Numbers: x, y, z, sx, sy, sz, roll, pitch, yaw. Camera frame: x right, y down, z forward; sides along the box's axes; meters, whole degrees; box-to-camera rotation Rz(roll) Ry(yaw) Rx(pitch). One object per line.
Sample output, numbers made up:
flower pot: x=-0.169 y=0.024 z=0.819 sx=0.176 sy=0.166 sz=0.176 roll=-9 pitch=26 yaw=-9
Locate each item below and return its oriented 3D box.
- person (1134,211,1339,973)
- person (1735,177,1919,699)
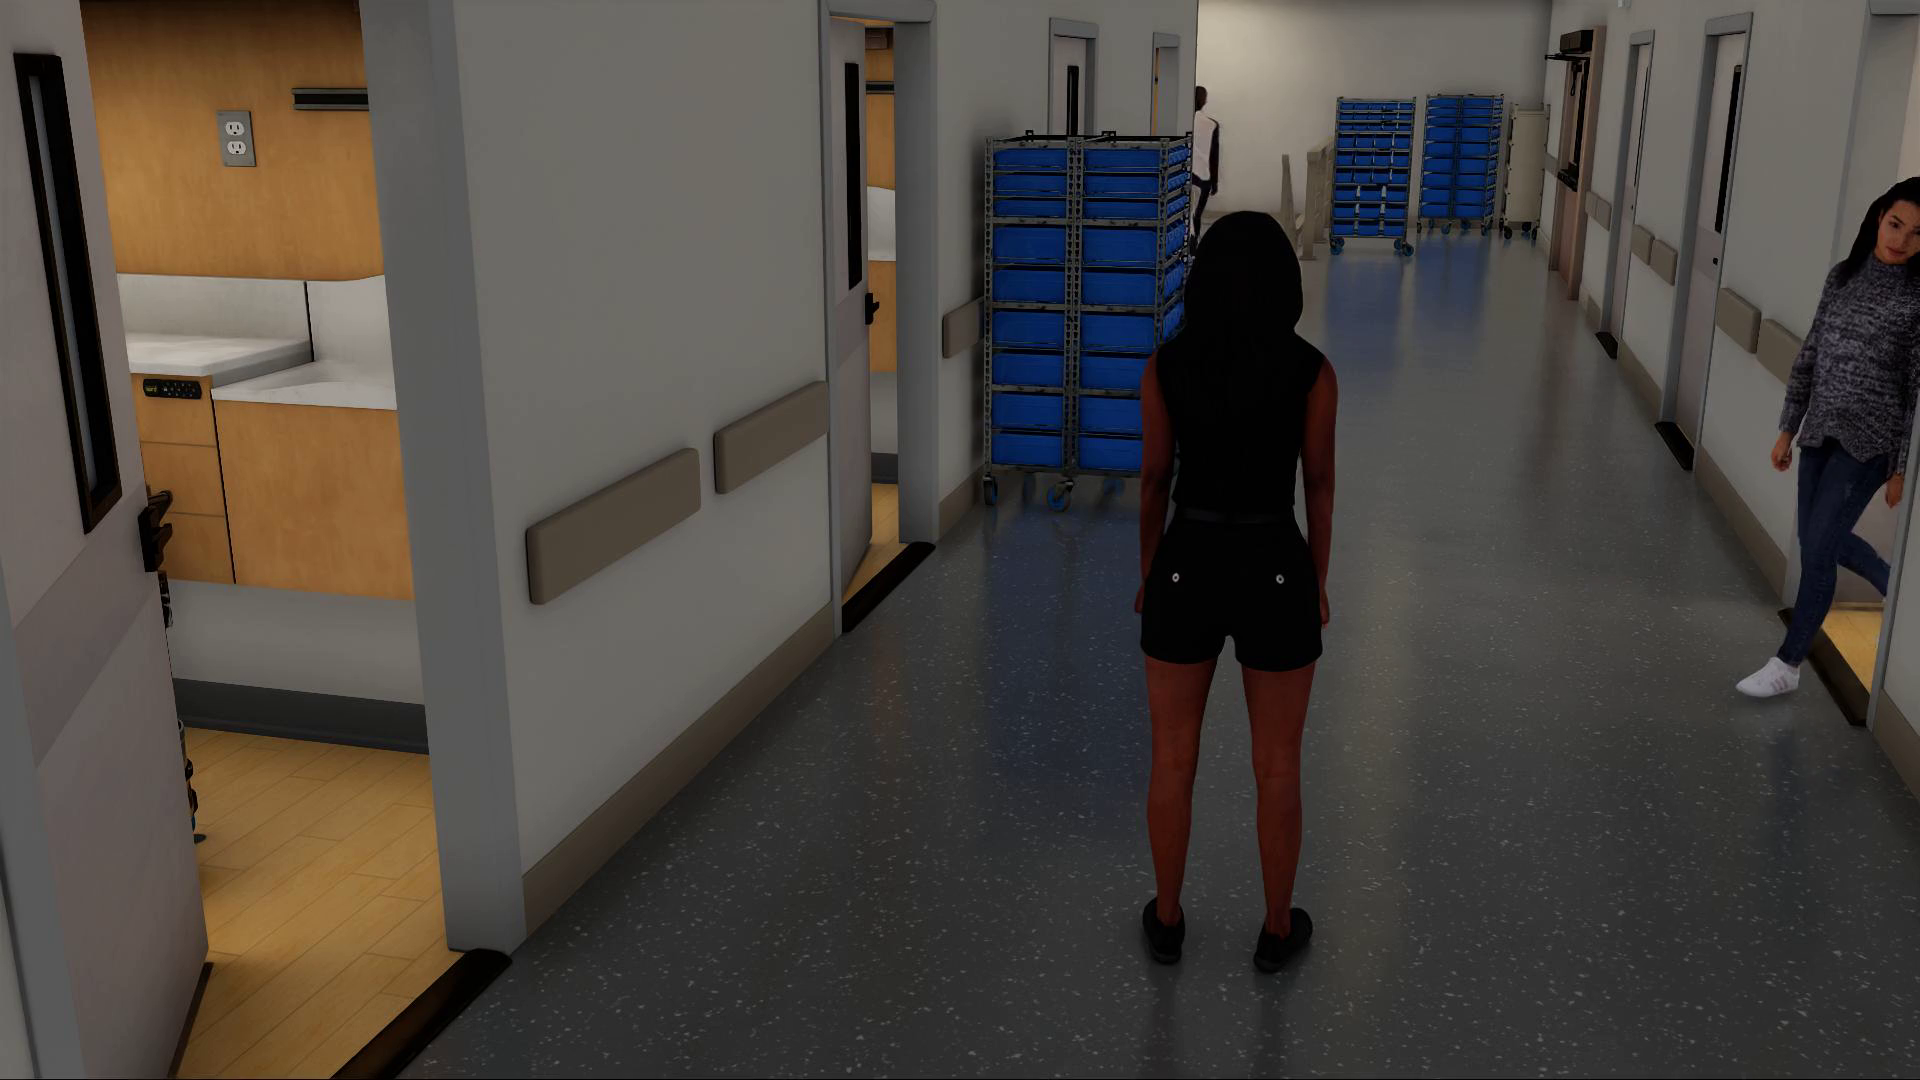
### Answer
person: x=0.612 y=0.136 z=3.775 sx=0.601 sy=1.740 sz=0.505 roll=3 pitch=16 yaw=12
person: x=2.973 y=-0.300 z=5.406 sx=1.049 sy=1.696 sz=1.074 roll=-4 pitch=16 yaw=-15
